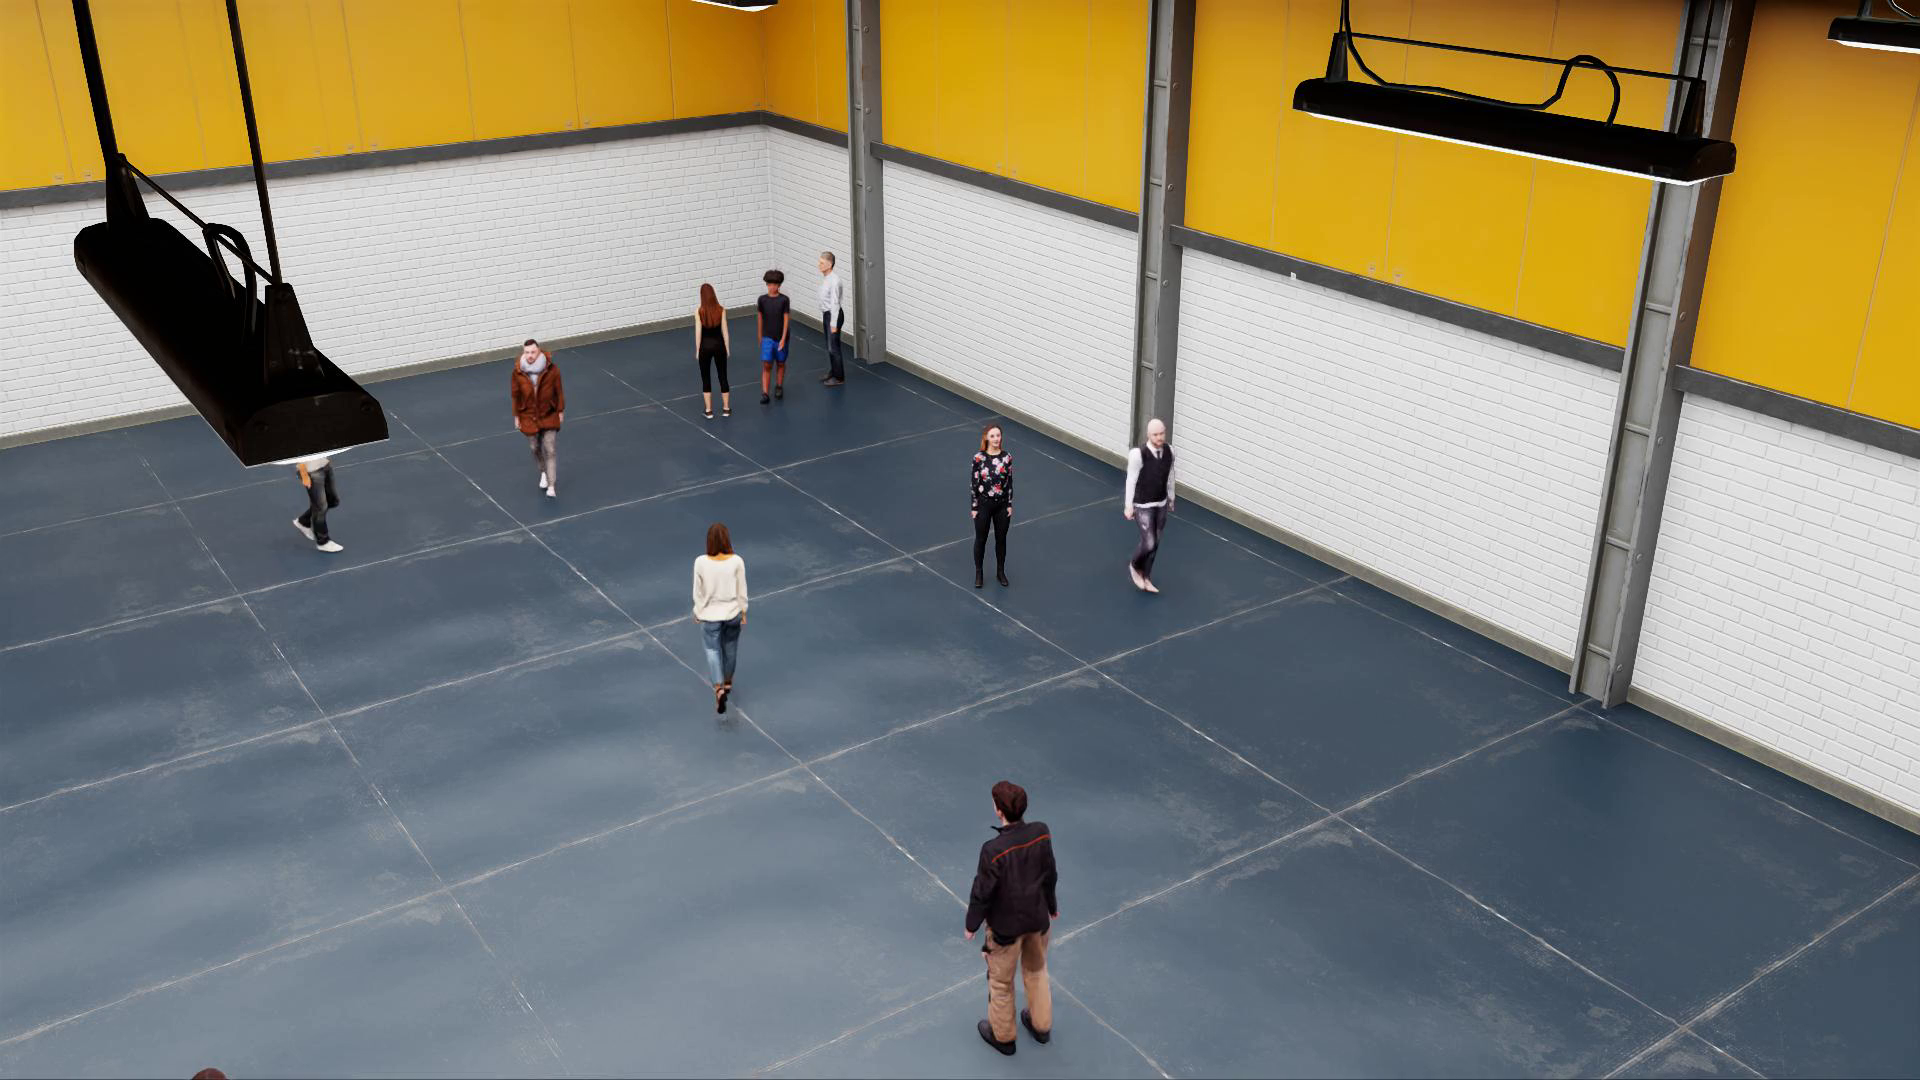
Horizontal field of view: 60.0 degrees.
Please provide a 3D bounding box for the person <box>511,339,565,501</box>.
[{"bbox_3d":[-4.715,-1.375,18.644,1.014,1.787,1.222,-4,24,-9],"label":"person"}]

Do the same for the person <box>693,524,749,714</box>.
[{"bbox_3d":[-2.038,0.676,14.112,0.888,1.658,1.081,-3,24,-7],"label":"person"}]

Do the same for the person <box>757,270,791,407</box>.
[{"bbox_3d":[-2.385,-2.662,21.628,0.997,1.754,1.135,1,24,3],"label":"person"}]

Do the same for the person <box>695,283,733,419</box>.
[{"bbox_3d":[-3.144,-2.403,21.075,0.641,1.724,0.618,-7,24,-15],"label":"person"}]

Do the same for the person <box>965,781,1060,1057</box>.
[{"bbox_3d":[0.363,2.323,10.021,0.759,1.918,0.671,-13,27,-27],"label":"person"}]

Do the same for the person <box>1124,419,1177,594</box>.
[{"bbox_3d":[1.802,-0.355,16.283,0.707,1.810,0.654,-15,27,-30],"label":"person"}]

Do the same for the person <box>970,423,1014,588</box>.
[{"bbox_3d":[0.315,-0.354,16.441,0.648,1.680,0.646,-4,24,-8],"label":"person"}]

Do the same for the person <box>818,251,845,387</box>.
[{"bbox_3d":[-1.709,-2.984,22.289,0.768,1.816,0.605,-7,25,-16],"label":"person"}]
